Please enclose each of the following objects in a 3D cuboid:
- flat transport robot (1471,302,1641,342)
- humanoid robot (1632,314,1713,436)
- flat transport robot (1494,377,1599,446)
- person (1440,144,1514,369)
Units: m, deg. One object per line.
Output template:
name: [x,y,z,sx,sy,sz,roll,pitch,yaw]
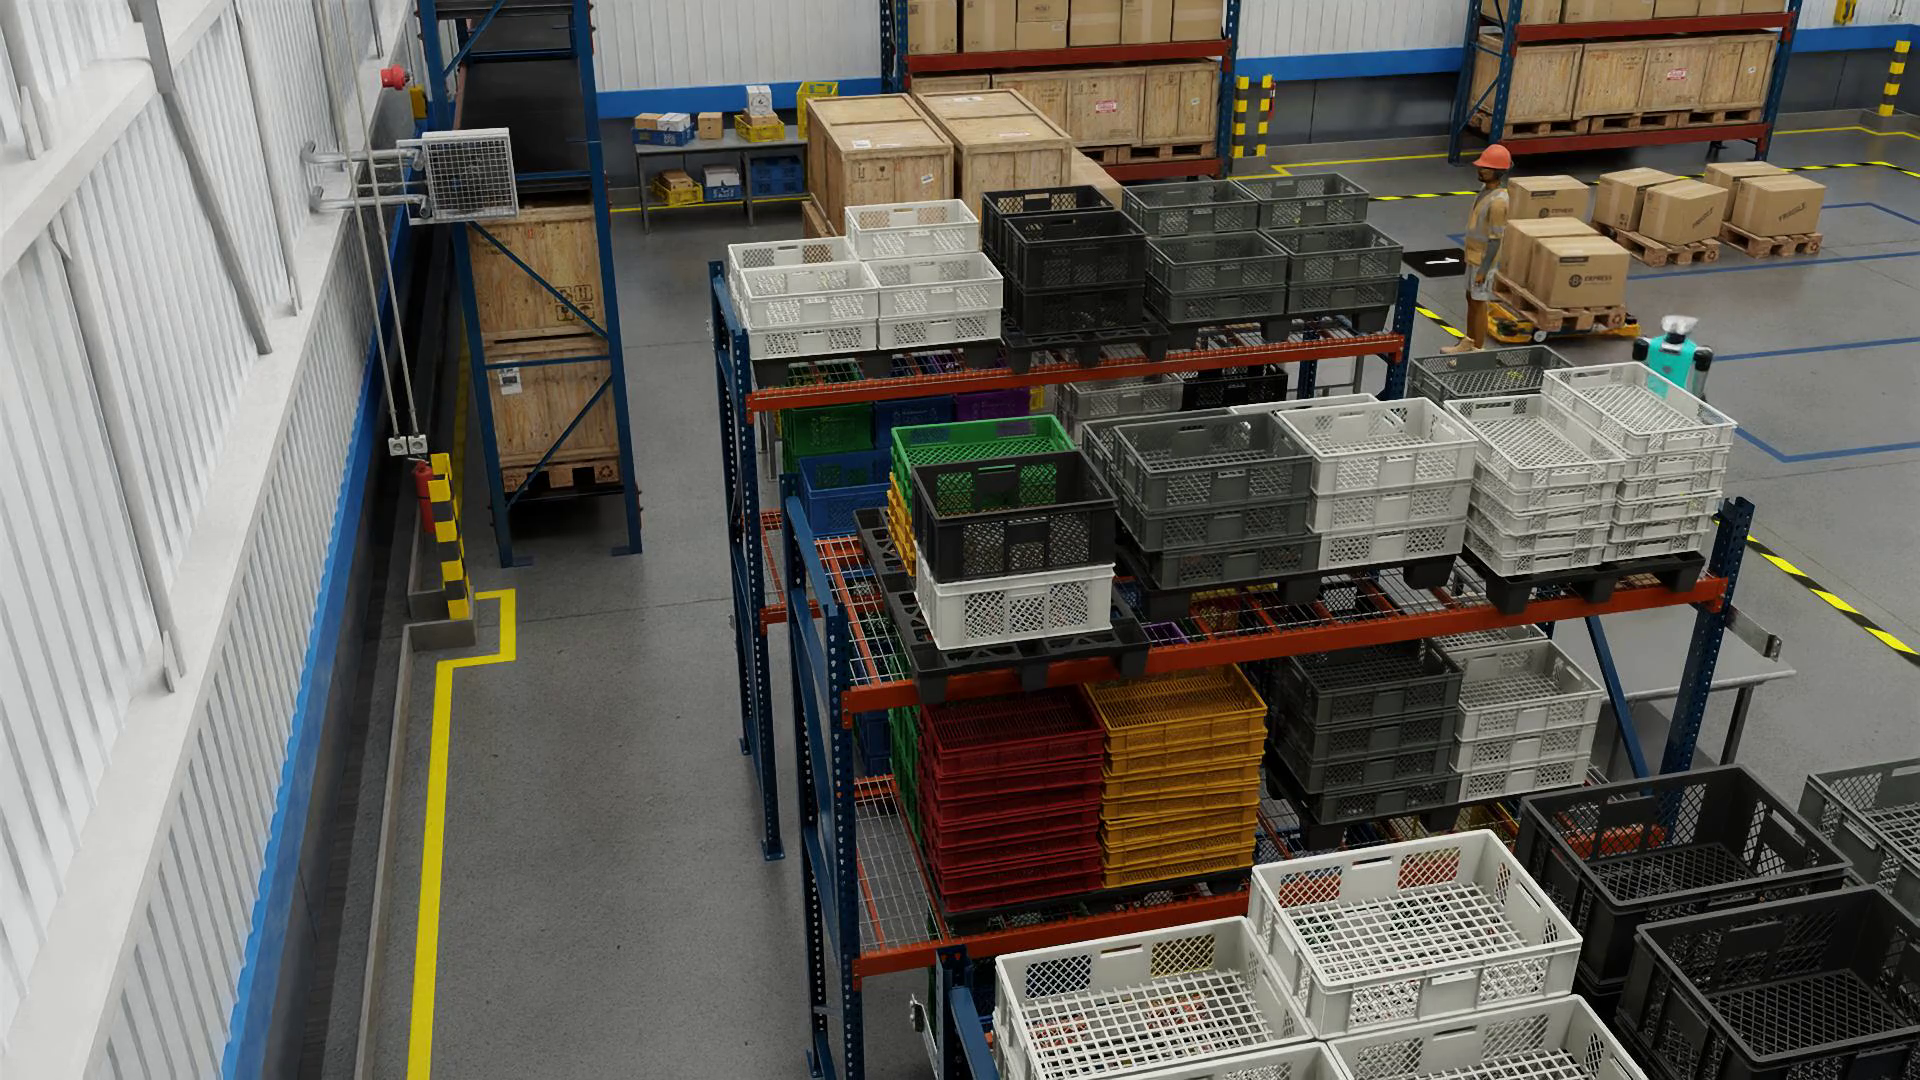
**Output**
flat transport robot: [5.772,-2.154,16.103,1.431,0.197,0.652,-5,28,-9]
humanoid robot: [5.116,-0.858,12.095,0.544,1.737,0.994,17,32,29]
flat transport robot: [4.780,-1.036,14.013,0.659,0.231,1.431,-6,28,-12]
person: [4.668,-2.540,14.961,0.365,2.048,0.607,2,28,3]
